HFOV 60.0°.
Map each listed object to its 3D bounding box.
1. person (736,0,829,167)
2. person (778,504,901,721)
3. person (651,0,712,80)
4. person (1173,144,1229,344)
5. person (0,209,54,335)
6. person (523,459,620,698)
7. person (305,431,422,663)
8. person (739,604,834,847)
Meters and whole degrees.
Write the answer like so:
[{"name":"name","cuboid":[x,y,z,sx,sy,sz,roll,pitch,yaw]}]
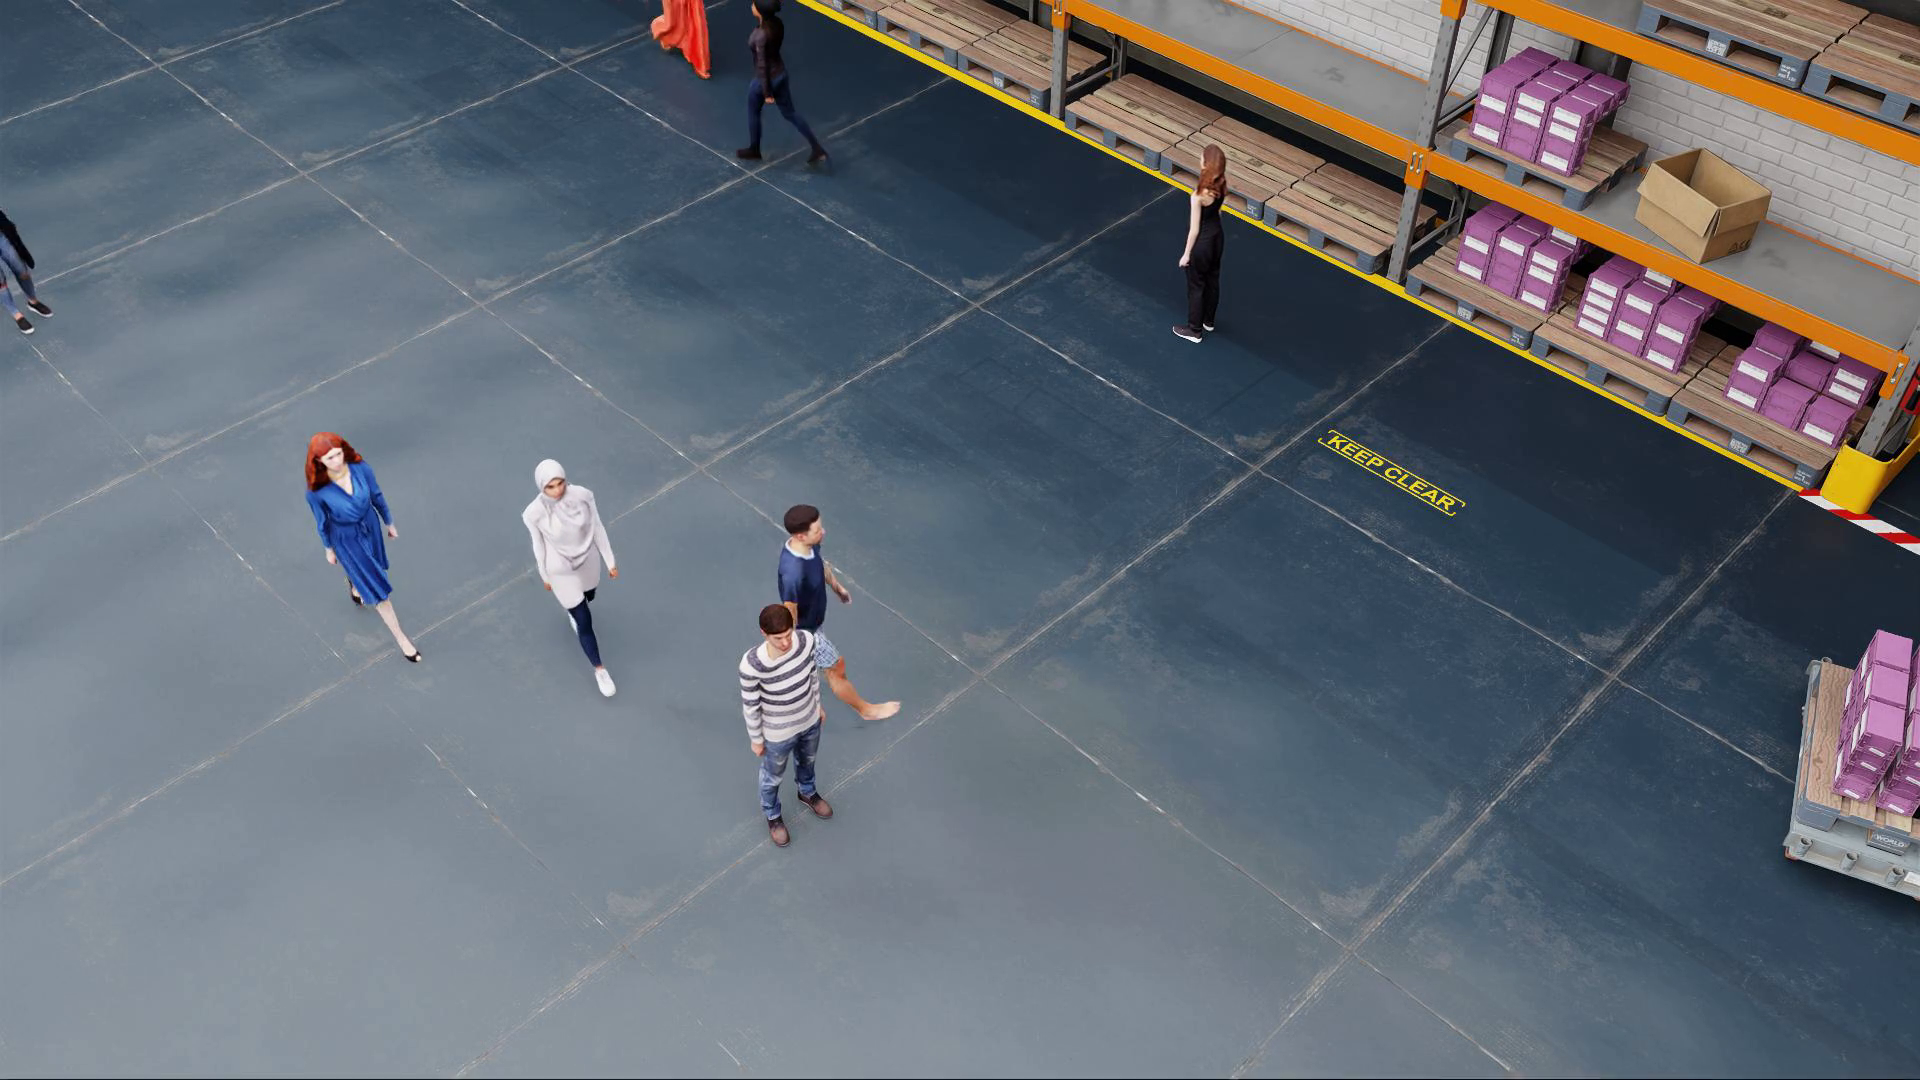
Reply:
[{"name":"person","cuboid":[-1.640,-4.180,15.267,1.212,1.706,0.888,18,46,18]},{"name":"person","cuboid":[-1.051,0.474,10.317,1.182,1.796,1.101,1,44,1]},{"name":"person","cuboid":[-2.849,-5.566,16.671,0.696,1.778,1.125,-29,51,-27]},{"name":"person","cuboid":[1.970,-2.381,13.351,0.508,1.746,0.574,33,53,30]},{"name":"person","cuboid":[-7.943,-2.461,13.482,0.637,1.681,0.668,29,51,27]},{"name":"person","cuboid":[-2.506,0.128,10.719,0.834,1.744,1.193,-23,48,-22]},{"name":"person","cuboid":[-3.950,-0.024,10.841,1.110,1.795,0.642,32,52,29]},{"name":"person","cuboid":[-1.011,1.034,9.688,0.675,1.853,0.557,-28,50,-26]}]
